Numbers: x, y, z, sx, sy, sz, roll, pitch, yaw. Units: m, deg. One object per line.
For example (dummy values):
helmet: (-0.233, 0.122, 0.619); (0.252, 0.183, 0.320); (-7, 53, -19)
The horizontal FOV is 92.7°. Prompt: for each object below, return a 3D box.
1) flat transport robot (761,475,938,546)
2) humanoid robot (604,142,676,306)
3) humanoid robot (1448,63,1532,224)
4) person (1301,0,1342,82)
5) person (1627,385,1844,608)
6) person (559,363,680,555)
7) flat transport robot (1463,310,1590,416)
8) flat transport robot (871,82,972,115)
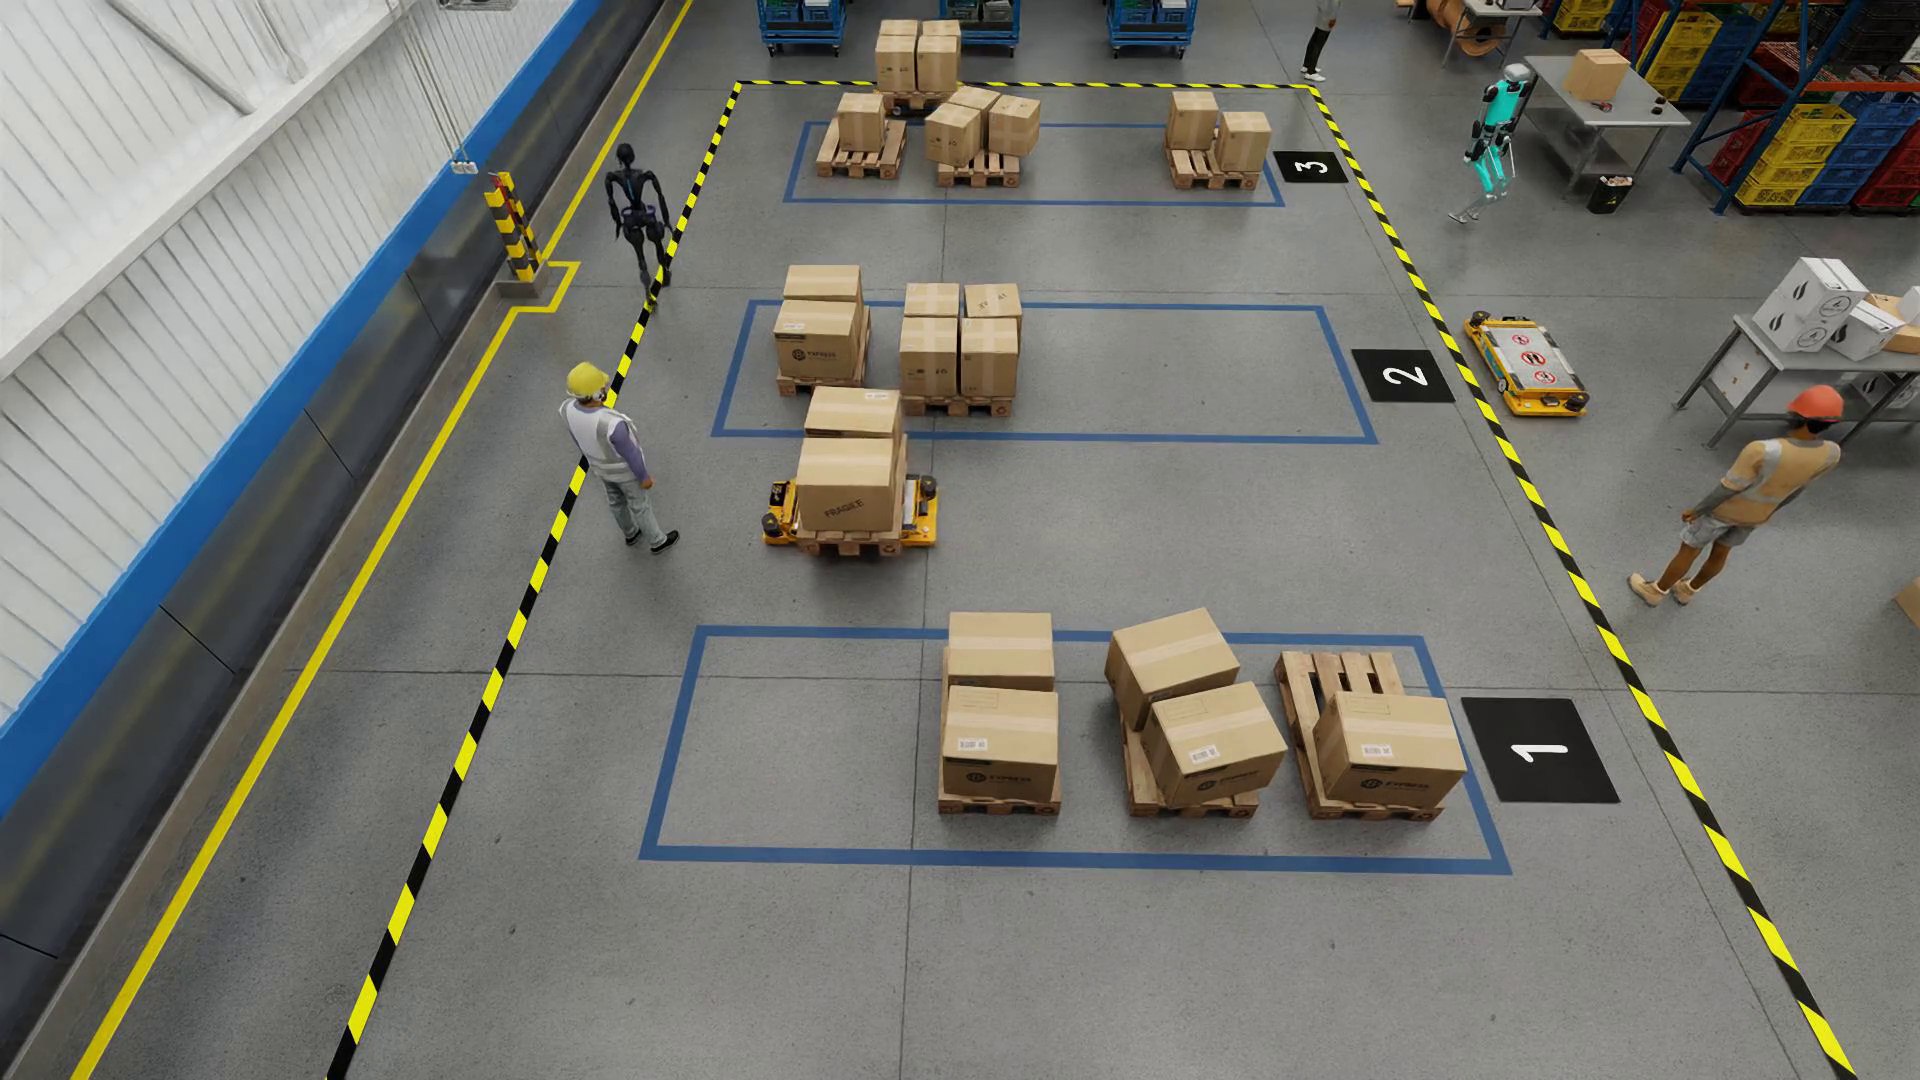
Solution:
flat transport robot: (-0.916, -0.267, 7.746); (1.431, 0.197, 0.652); (1, 49, 1)
humanoid robot: (-3.279, -3.236, 9.438); (0.608, 1.654, 0.741); (-7, 49, -6)
humanoid robot: (5.997, -4.315, 10.205); (0.533, 1.681, 0.735); (-12, 50, -10)
person: (5.275, -7.540, 13.012); (0.386, 1.850, 0.597); (2, 49, 2)
person: (5.563, -0.254, 6.589); (0.608, 2.030, 0.406); (0, 49, 0)
person: (-2.608, -0.591, 7.009); (0.585, 1.835, 0.404); (21, 52, 17)
flat transport robot: (5.573, -1.757, 9.054); (0.659, 0.231, 1.431); (1, 49, 1)
flat transport robot: (-0.555, -6.236, 12.913); (1.431, 0.197, 0.652); (1, 49, 1)
